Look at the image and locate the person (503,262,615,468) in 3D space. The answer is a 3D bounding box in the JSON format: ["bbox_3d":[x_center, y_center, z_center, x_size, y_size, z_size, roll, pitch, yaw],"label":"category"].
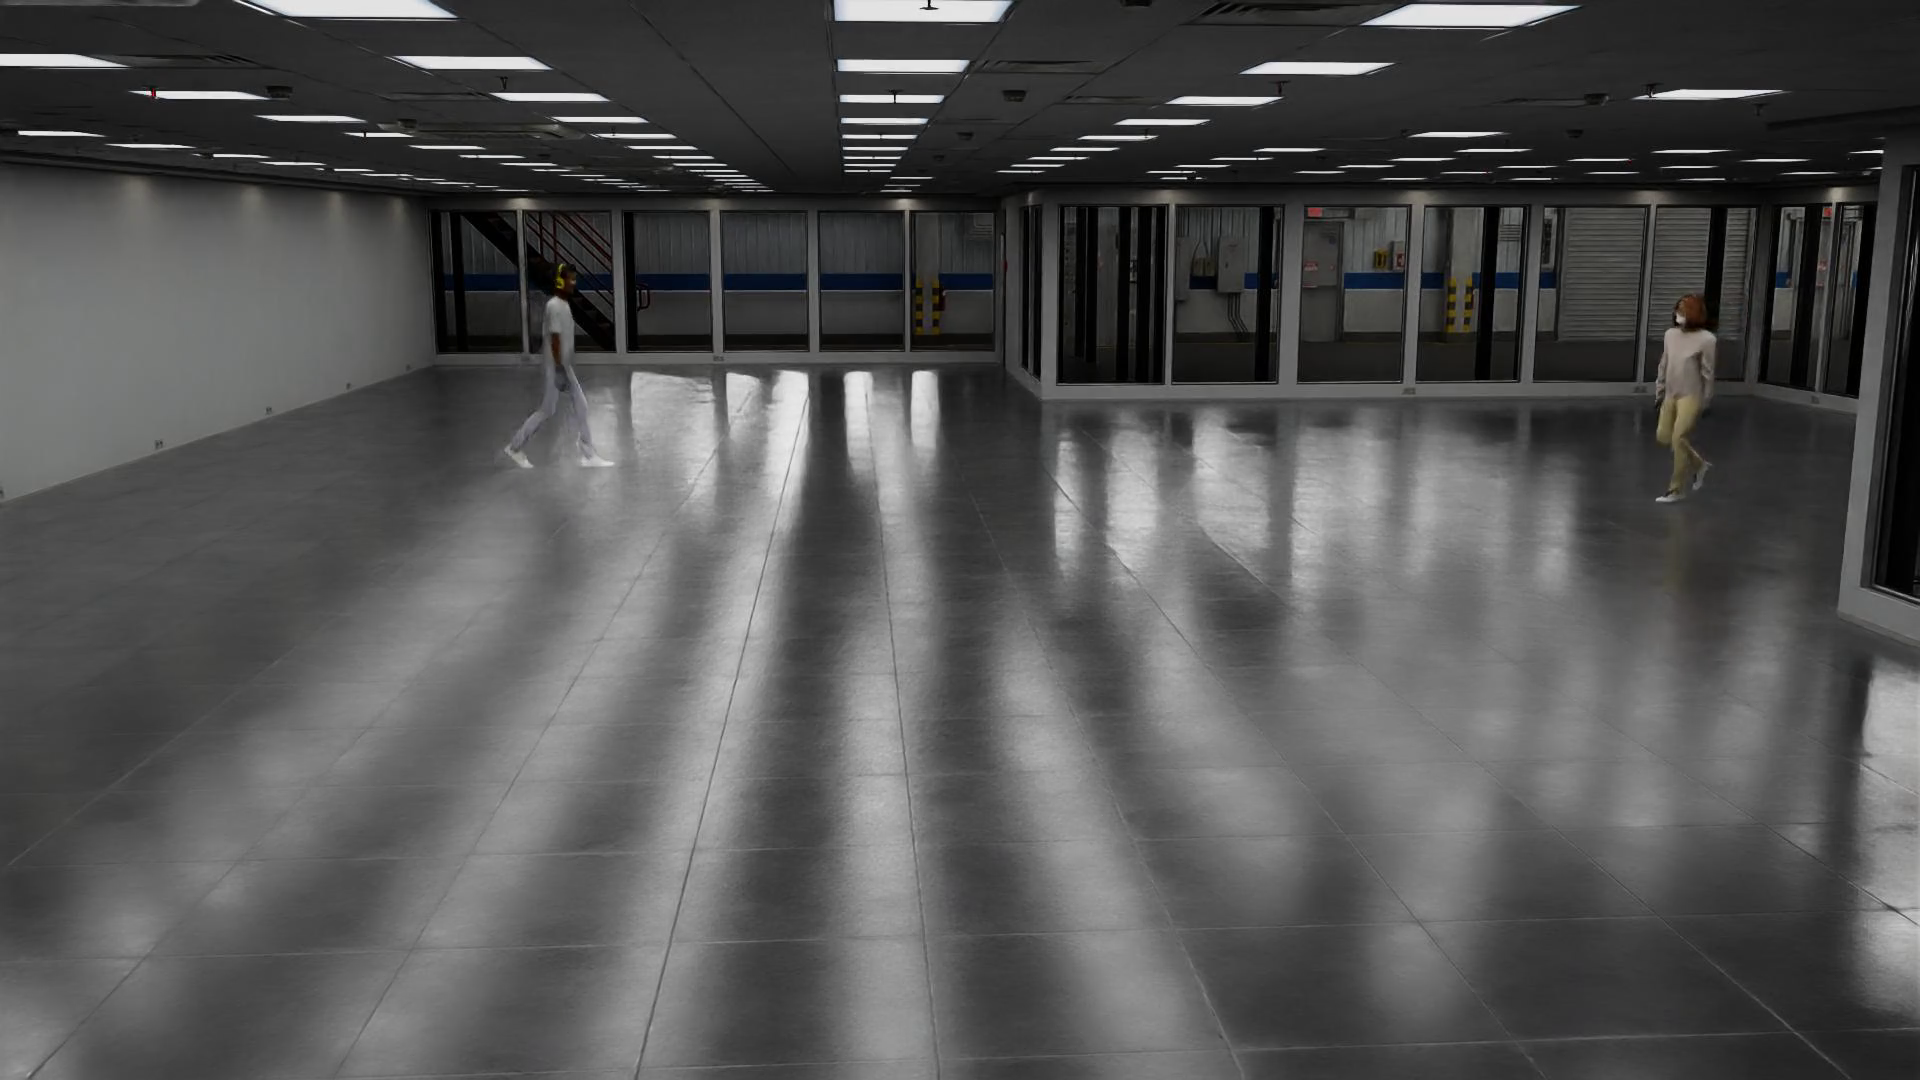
[{"bbox_3d":[-3.591,-1.525,14.652,0.935,1.835,0.529,0,11,1],"label":"person"}]

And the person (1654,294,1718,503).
[{"bbox_3d":[5.642,-1.096,12.870,0.528,1.617,0.514,-4,11,-21],"label":"person"}]
